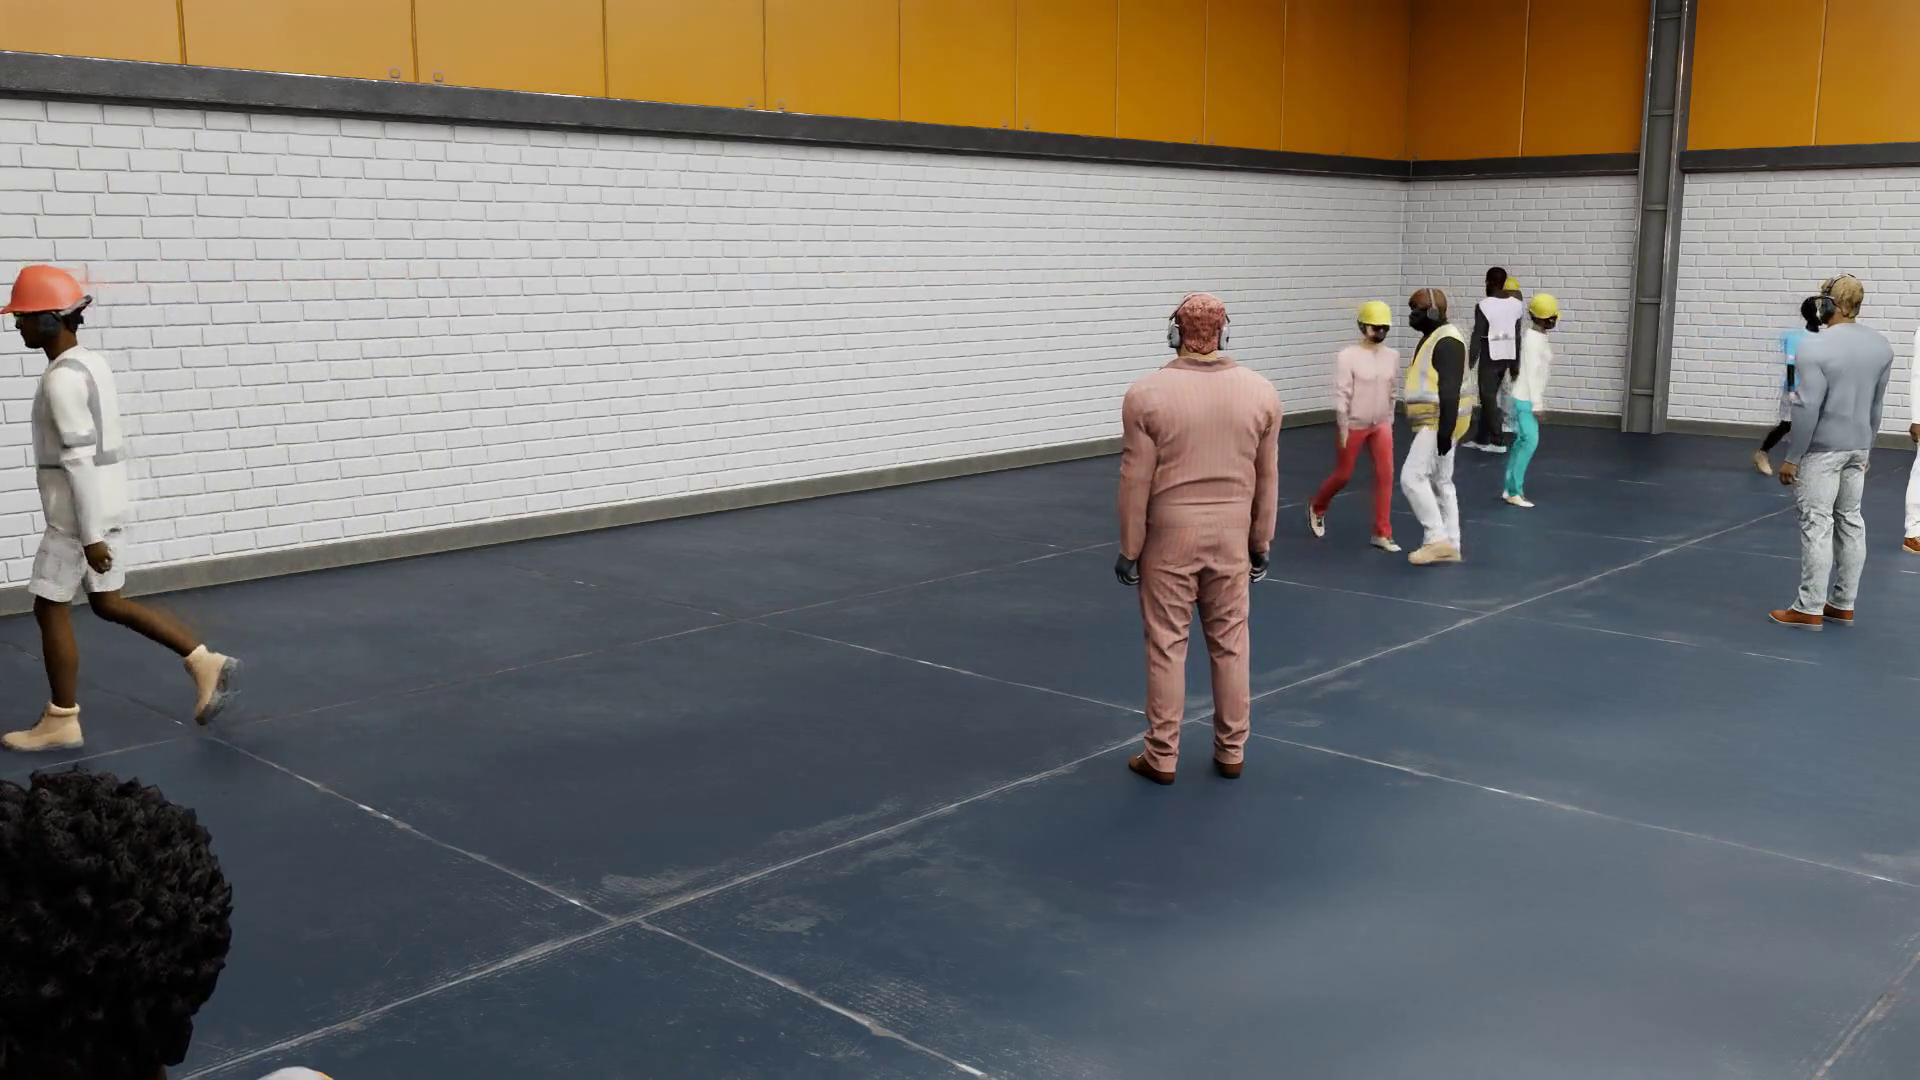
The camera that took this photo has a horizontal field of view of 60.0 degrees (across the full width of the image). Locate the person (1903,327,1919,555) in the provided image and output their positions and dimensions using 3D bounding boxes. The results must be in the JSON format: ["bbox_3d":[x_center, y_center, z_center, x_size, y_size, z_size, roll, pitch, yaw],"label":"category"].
[{"bbox_3d":[6.700,-0.834,11.278,0.583,1.882,0.350,-2,10,-14],"label":"person"}]

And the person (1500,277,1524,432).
[{"bbox_3d":[6.202,-2.097,18.866,0.317,1.742,0.492,8,13,38],"label":"person"}]

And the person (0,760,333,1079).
[{"bbox_3d":[-0.636,1.010,1.339,0.318,1.688,0.534,3,10,15],"label":"person"}]

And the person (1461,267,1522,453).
[{"bbox_3d":[5.422,-1.839,17.035,0.621,1.910,0.576,-6,12,-33],"label":"person"}]

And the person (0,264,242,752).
[{"bbox_3d":[-3.545,-0.127,6.893,0.848,2.017,0.612,-2,10,-12],"label":"person"}]

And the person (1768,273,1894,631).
[{"bbox_3d":[4.730,-0.471,9.052,0.628,1.940,0.373,-4,11,-22],"label":"person"}]

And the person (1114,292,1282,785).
[{"bbox_3d":[0.905,0.000,6.464,0.652,1.906,0.408,-2,10,-13],"label":"person"}]

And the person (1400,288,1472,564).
[{"bbox_3d":[3.111,-0.728,10.875,0.499,1.817,0.641,1,10,6],"label":"person"}]

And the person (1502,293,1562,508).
[{"bbox_3d":[4.608,-1.131,13.432,0.417,1.719,0.682,4,11,20],"label":"person"}]

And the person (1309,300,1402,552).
[{"bbox_3d":[2.778,-0.818,11.635,0.521,1.728,0.836,-4,11,-22],"label":"person"}]

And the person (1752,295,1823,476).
[{"bbox_3d":[7.513,-1.355,14.866,0.531,1.669,0.826,-3,10,-18],"label":"person"}]
